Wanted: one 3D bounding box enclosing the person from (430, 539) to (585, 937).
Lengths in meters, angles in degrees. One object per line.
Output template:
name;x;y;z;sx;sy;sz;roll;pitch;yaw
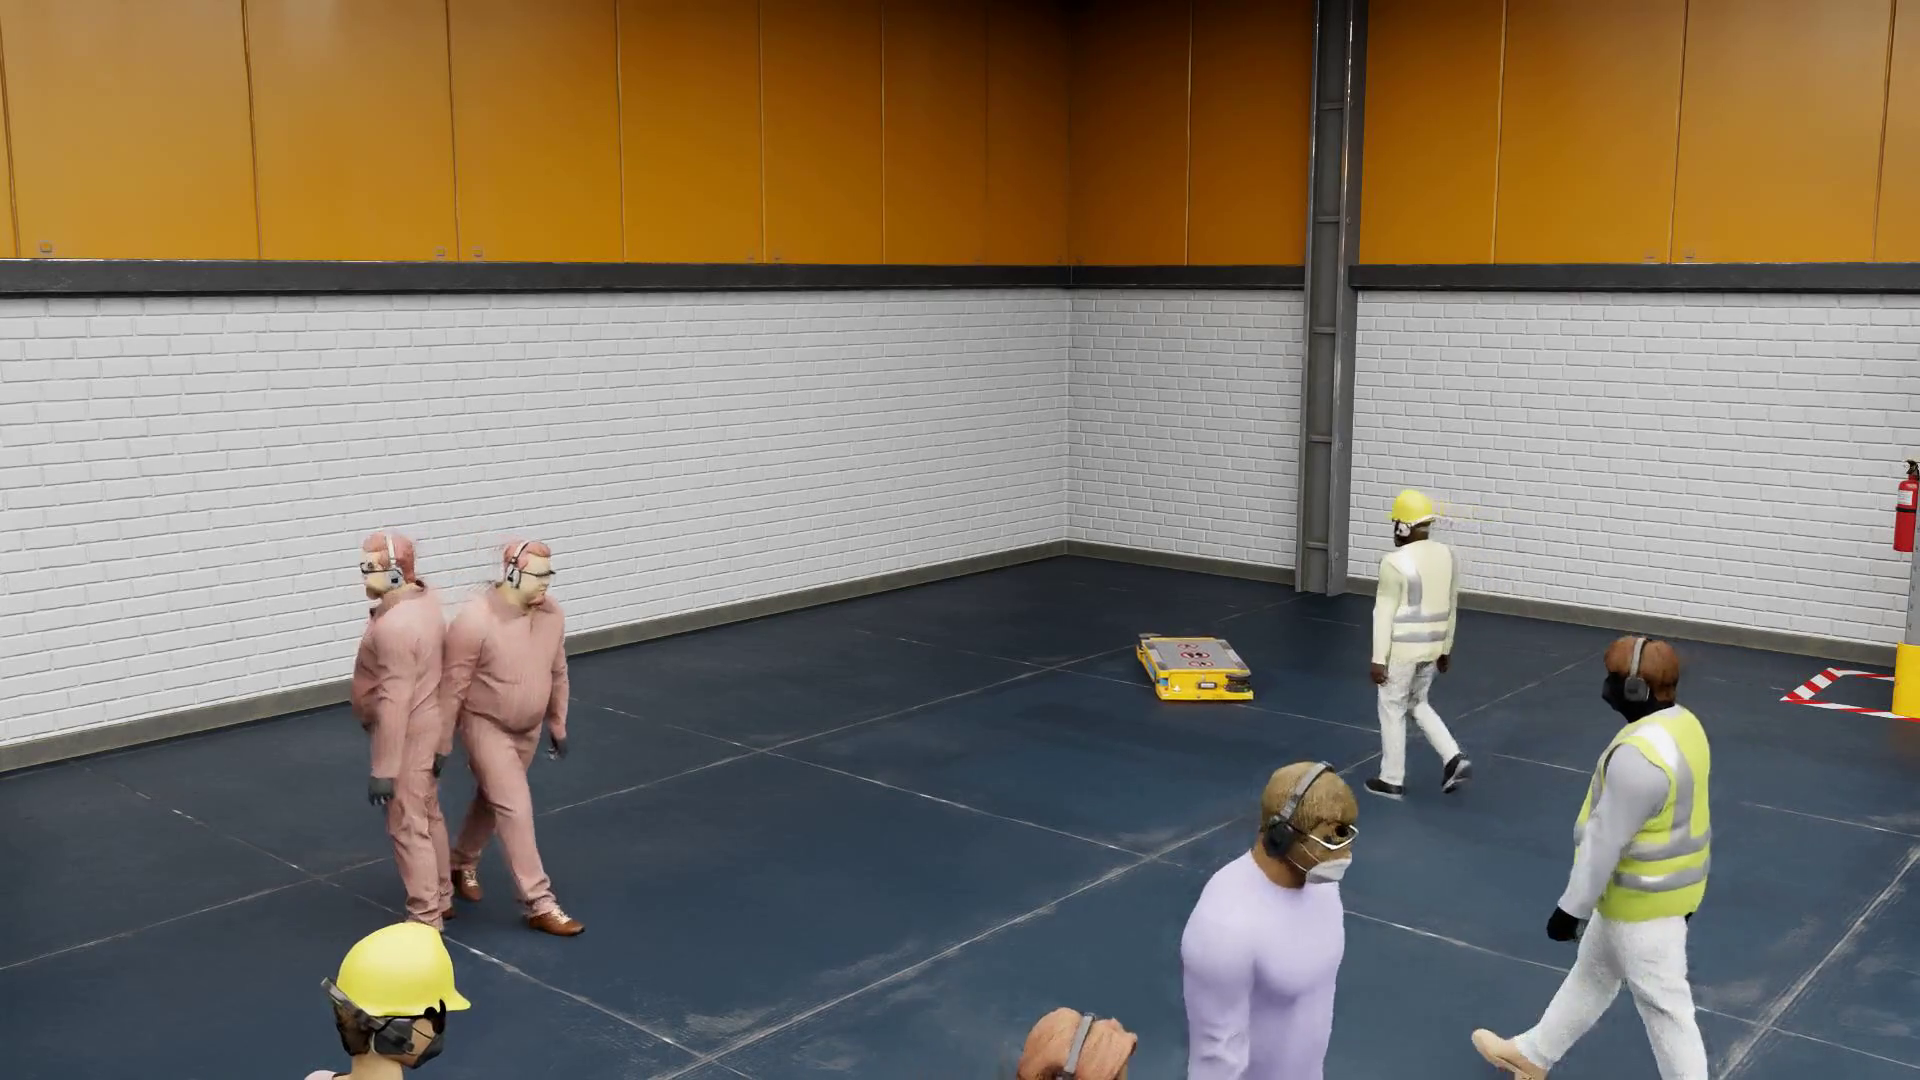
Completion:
person;-2.182;0.889;7.822;1.007;1.841;0.680;5;10;28

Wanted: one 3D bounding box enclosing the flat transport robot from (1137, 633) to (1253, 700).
flat transport robot;1.731;0.932;12.402;0.652;0.197;1.431;0;9;-1

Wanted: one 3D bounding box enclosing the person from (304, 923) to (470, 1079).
person;-1.119;1.632;3.358;0.523;1.760;0.327;7;12;38

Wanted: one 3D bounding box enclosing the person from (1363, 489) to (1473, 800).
person;2.630;0.621;9.538;0.600;1.818;0.536;-6;11;-35

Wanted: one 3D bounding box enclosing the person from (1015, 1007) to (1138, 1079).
person;0.146;1.707;3.368;0.809;1.597;0.536;7;11;37

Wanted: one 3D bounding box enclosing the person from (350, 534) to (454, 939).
person;-2.533;0.903;7.562;0.407;1.891;0.759;-1;9;-4

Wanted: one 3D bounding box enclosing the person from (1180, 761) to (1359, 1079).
person;0.706;1.438;4.152;0.557;1.897;0.653;7;11;37

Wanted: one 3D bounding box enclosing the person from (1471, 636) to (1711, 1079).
person;2.262;1.220;5.830;0.949;1.798;0.627;6;11;33
